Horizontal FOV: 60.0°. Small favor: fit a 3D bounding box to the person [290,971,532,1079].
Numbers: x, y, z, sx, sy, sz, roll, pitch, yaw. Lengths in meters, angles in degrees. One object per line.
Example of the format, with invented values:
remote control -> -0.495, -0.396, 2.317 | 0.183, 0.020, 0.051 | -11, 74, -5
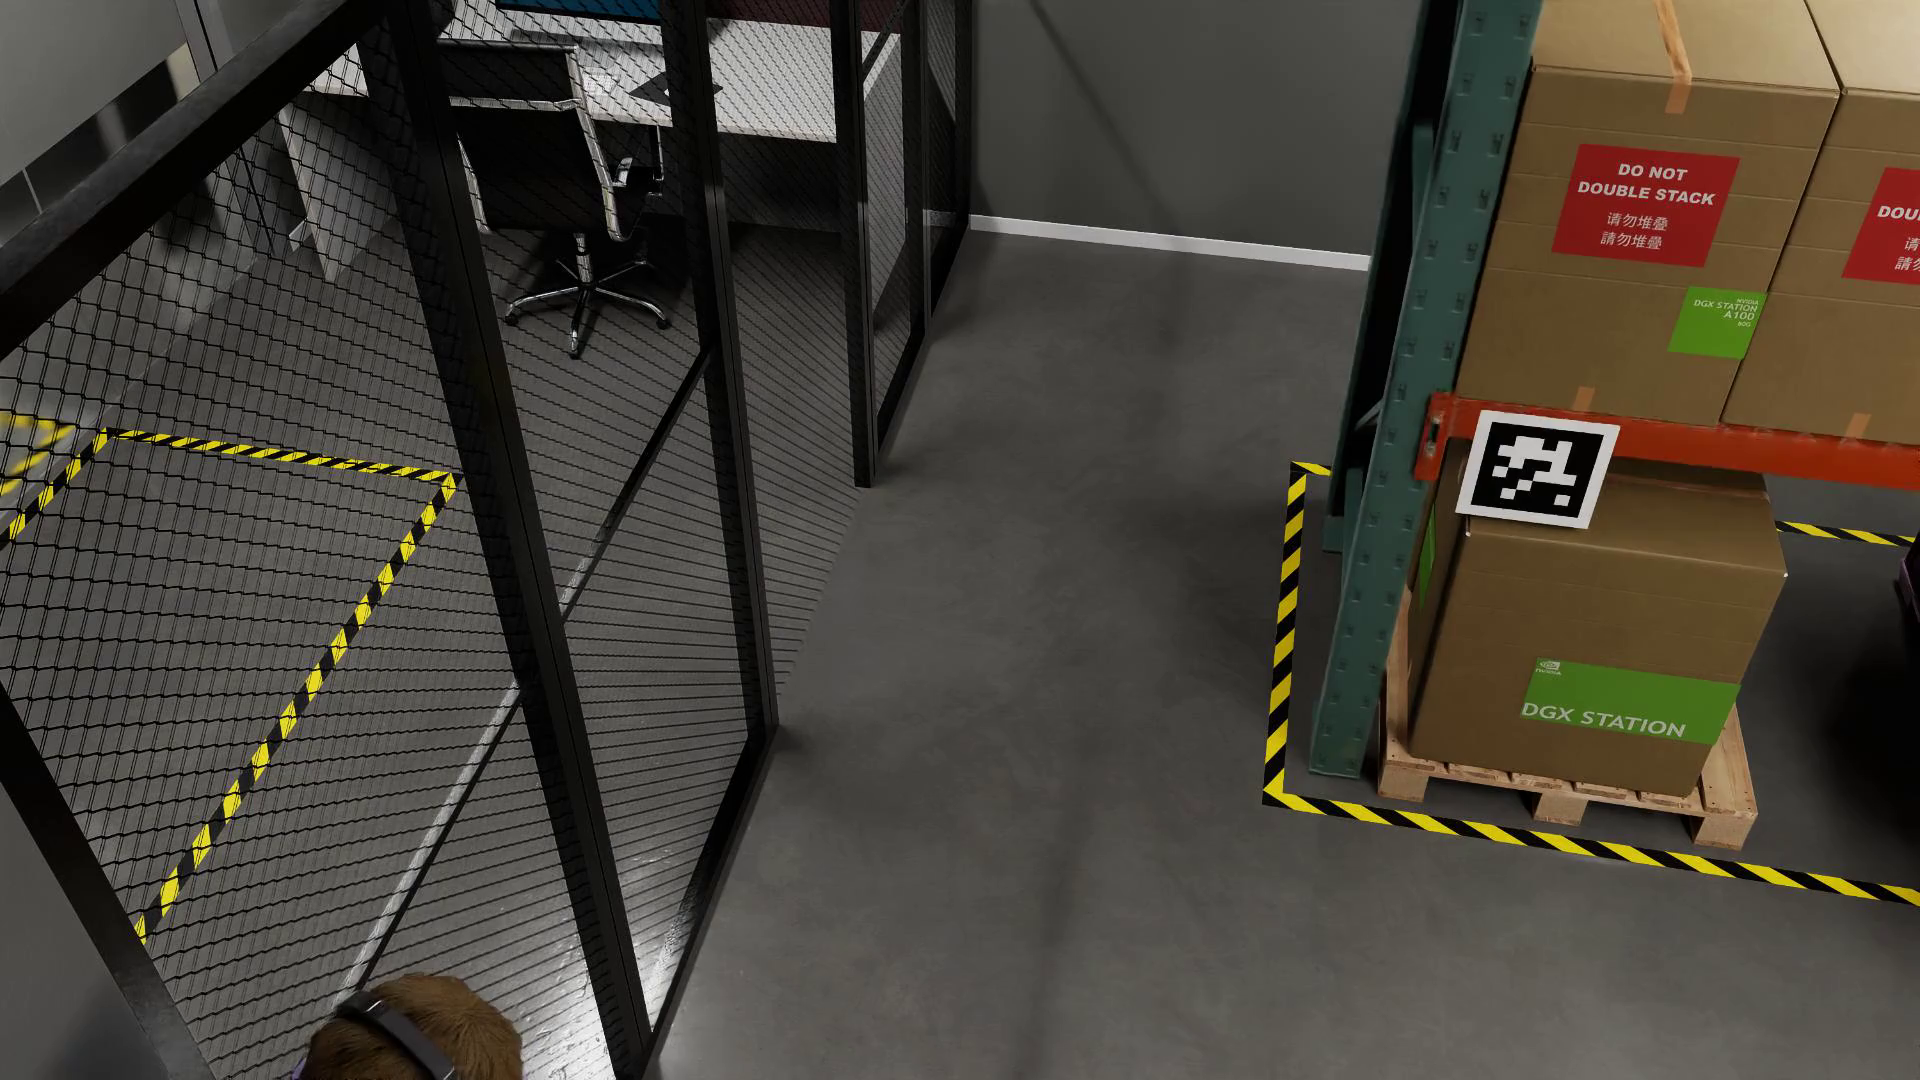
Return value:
person -> -0.511, 1.159, 2.164 | 0.629, 1.940, 0.378 | 20, 45, 22
